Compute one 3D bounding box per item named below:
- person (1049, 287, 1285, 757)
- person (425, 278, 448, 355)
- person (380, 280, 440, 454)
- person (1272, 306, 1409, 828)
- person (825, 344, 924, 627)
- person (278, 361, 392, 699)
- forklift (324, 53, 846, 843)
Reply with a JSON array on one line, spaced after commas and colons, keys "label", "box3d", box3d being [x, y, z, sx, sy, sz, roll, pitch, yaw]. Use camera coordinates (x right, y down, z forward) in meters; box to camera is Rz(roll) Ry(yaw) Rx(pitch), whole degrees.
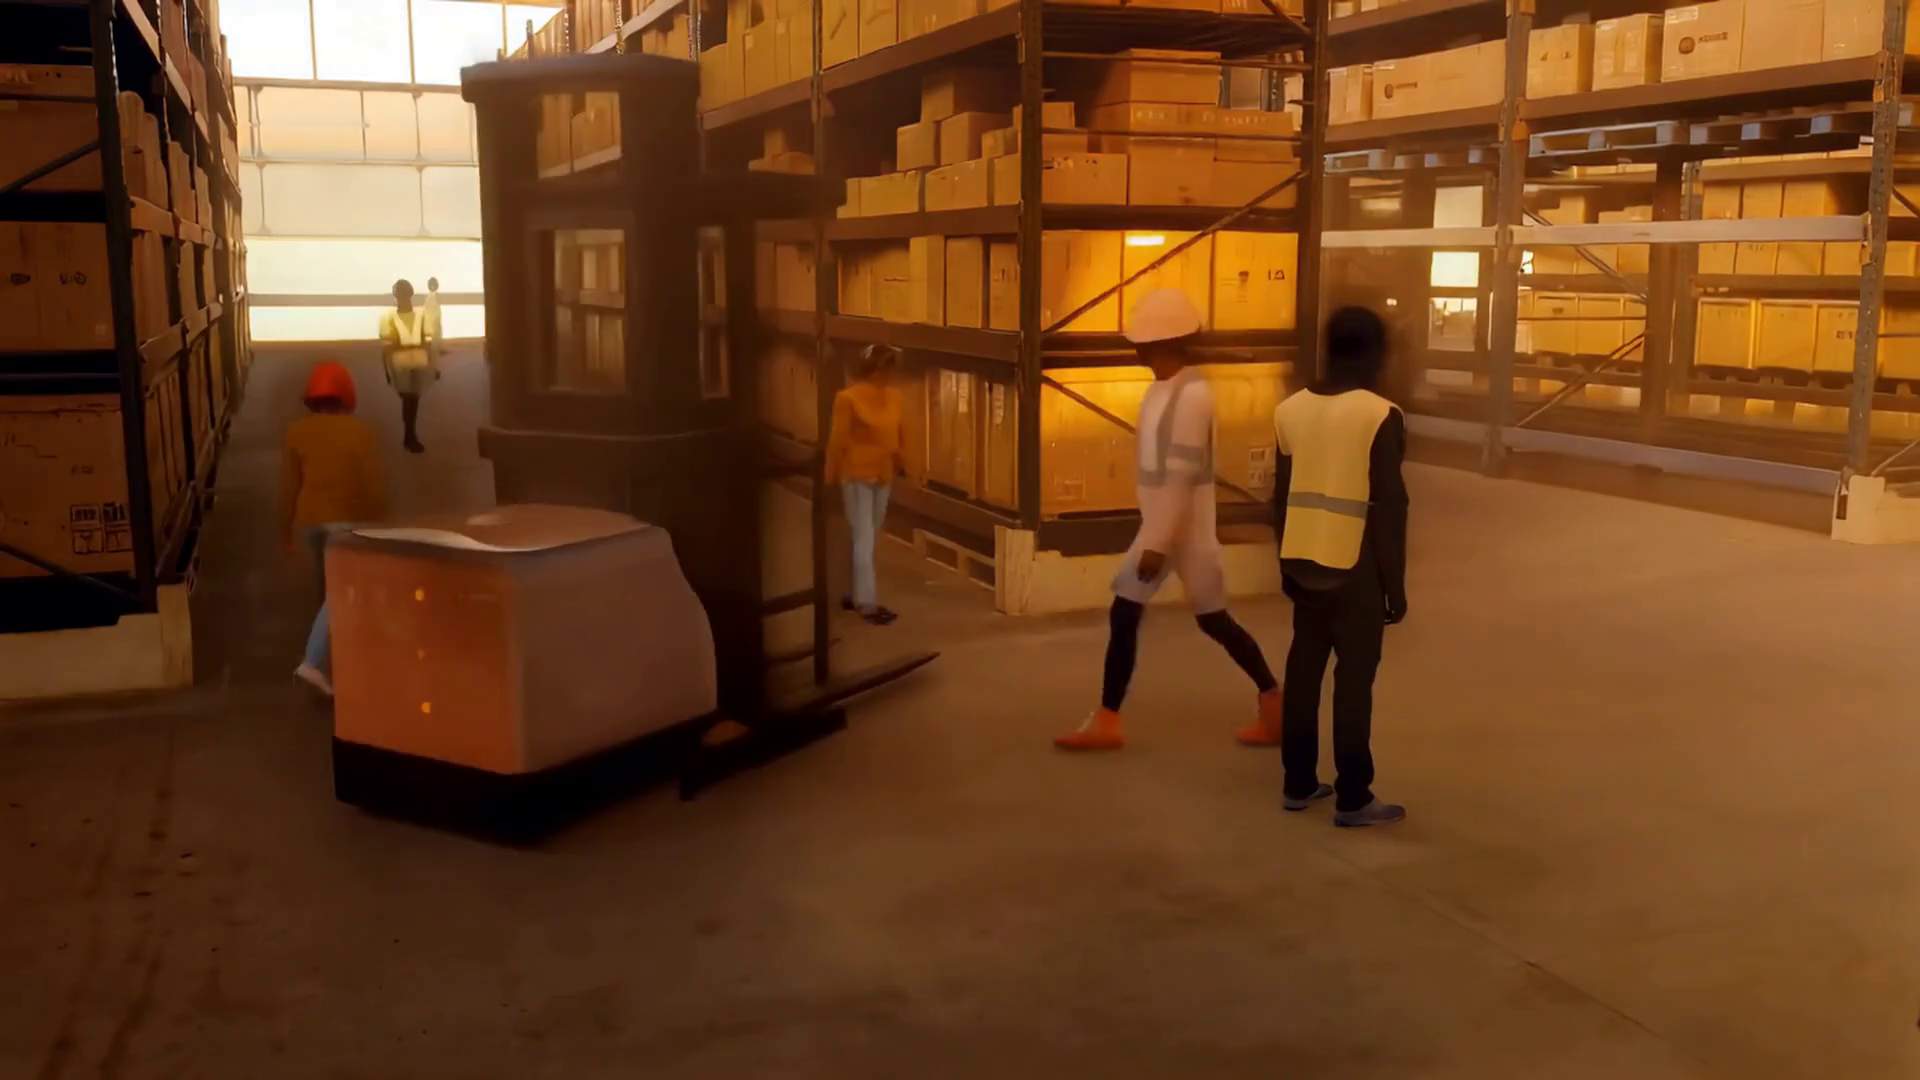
[{"label": "person", "box3d": [0.966, -0.061, 6.964, 1.089, 1.994, 0.599, -3, 10, -15]}, {"label": "person", "box3d": [-11.798, -4.985, 37.143, 0.555, 1.735, 0.568, -6, 11, -31]}, {"label": "person", "box3d": [-6.064, -1.912, 18.287, 0.554, 1.893, 0.985, -6, 11, -33]}, {"label": "person", "box3d": [1.395, 0.102, 6.143, 0.391, 1.914, 0.587, -7, 12, -36]}, {"label": "person", "box3d": [-0.470, -0.309, 9.528, 0.520, 1.598, 0.799, -8, 13, -41]}, {"label": "person", "box3d": [-3.066, -0.069, 8.076, 0.521, 1.599, 0.815, 2, 10, 11]}, {"label": "forklift", "box3d": [-1.457, -0.447, 6.538, 1.129, 2.768, 1.873, 6, 11, 31]}]
